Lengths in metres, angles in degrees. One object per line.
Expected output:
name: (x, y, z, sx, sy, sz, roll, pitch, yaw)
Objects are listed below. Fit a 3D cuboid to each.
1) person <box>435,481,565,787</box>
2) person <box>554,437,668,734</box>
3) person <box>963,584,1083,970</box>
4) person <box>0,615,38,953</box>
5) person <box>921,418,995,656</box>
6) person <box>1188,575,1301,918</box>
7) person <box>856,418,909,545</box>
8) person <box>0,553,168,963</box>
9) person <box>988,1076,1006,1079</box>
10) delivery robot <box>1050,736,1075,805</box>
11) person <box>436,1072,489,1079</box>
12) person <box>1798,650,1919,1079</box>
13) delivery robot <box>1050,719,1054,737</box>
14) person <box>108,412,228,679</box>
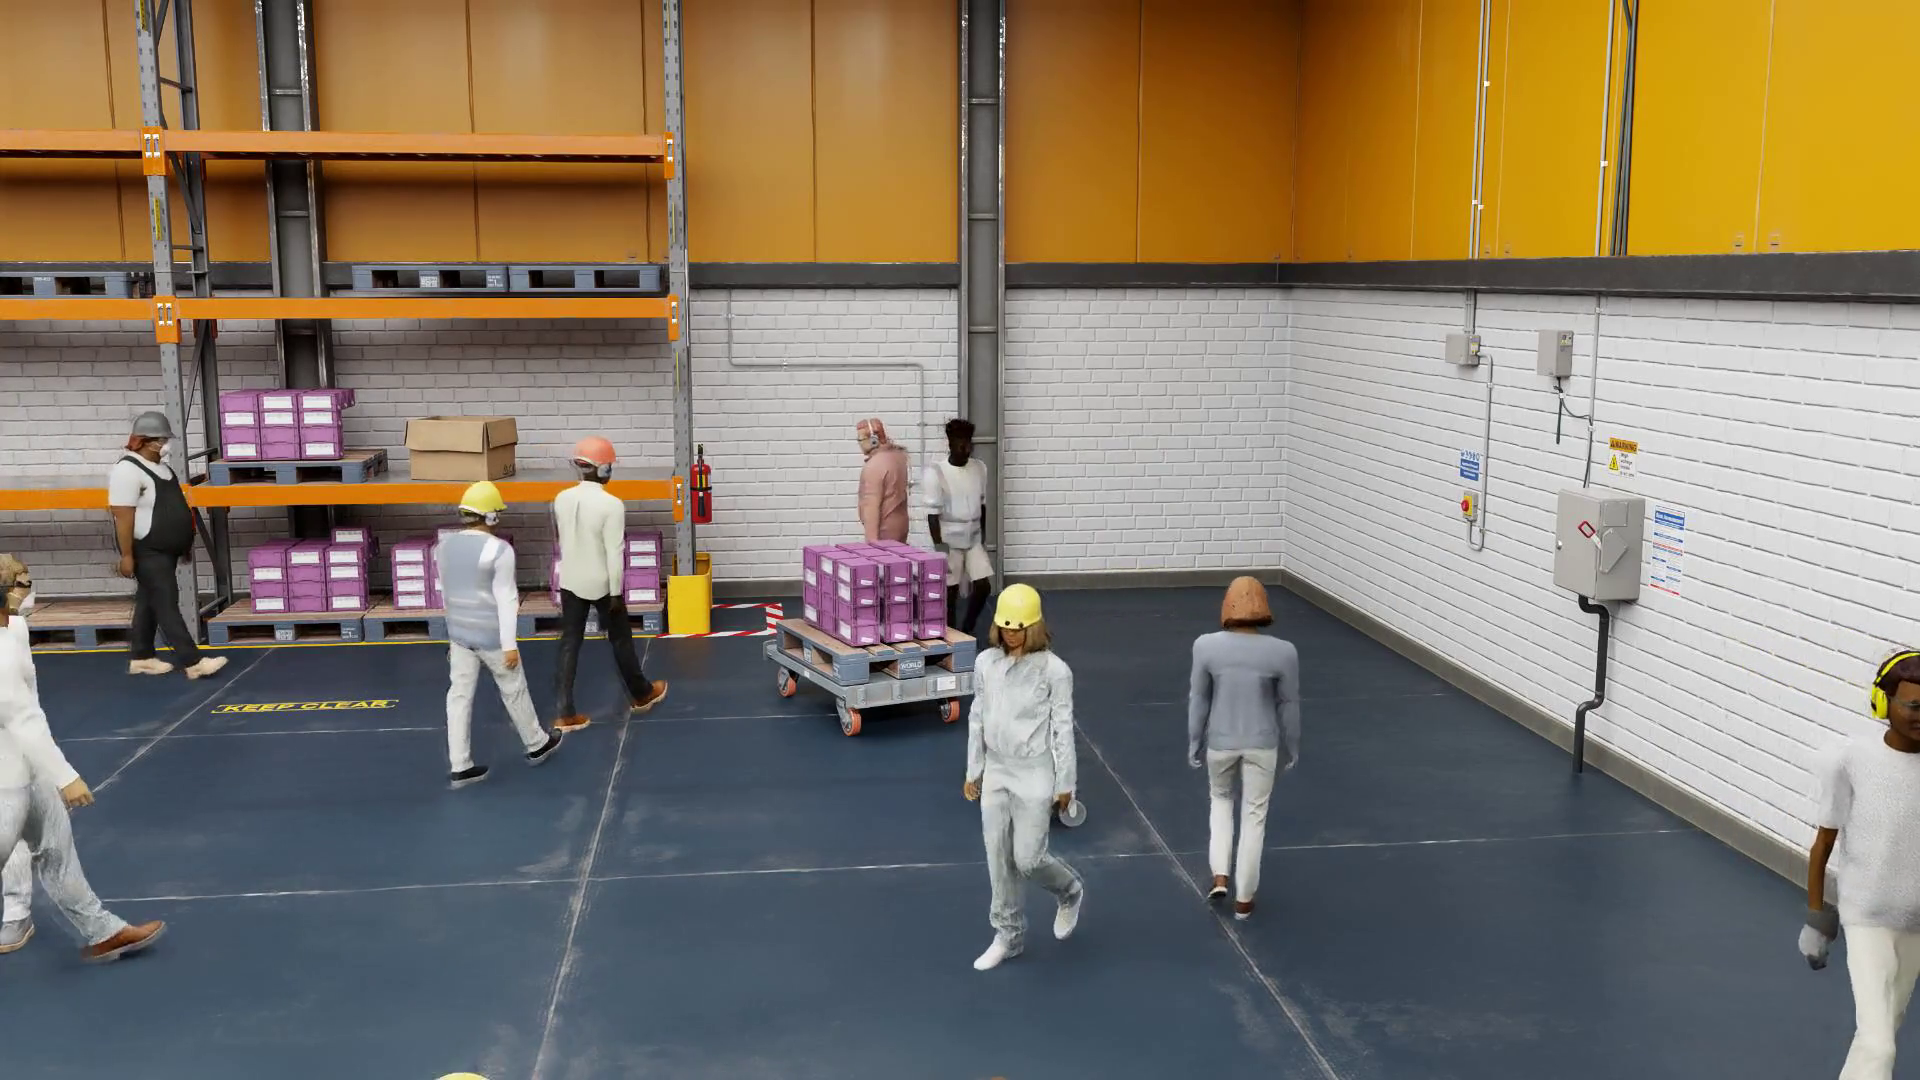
person: (-2.793, 0.535, 10.028, 0.621, 1.792, 0.873, 4, 10, 25)
person: (-2.415, 0.276, 11.183, 0.631, 1.938, 1.007, 5, 10, 28)
person: (0.290, 1.018, 7.276, 0.501, 1.726, 0.494, 7, 12, 38)
person: (-4.408, 0.913, 7.415, 0.575, 1.882, 0.359, 0, 9, 2)
person: (0.001, 0.020, 12.831, 0.634, 1.936, 0.458, -6, 11, -33)
person: (1.345, 0.970, 7.866, 0.523, 1.616, 0.374, 3, 9, 16)
person: (-0.579, -0.046, 13.400, 0.496, 1.881, 0.723, 3, 10, 18)
person: (-3.960, 0.984, 6.979, 0.991, 1.889, 0.639, -6, 11, -32)
person: (0.044, 1.711, 2.587, 0.429, 1.838, 0.621, 5, 11, 31)
delivery robot: (0.395, 1.230, 9.278, 0.477, 0.478, 0.707, -2, 9, -13)
person: (-0.818, 1.721, 2.891, 0.534, 1.703, 0.964, 2, 9, 13)
person: (3.055, 1.275, 5.303, 0.541, 1.836, 0.863, 0, 9, -2)
delivery robot: (0.363, 1.114, 10.000, 0.477, 0.478, 0.707, -1, 9, -9)
person: (-5.922, 0.025, 12.465, 0.825, 2.000, 0.703, -1, 9, -5)
